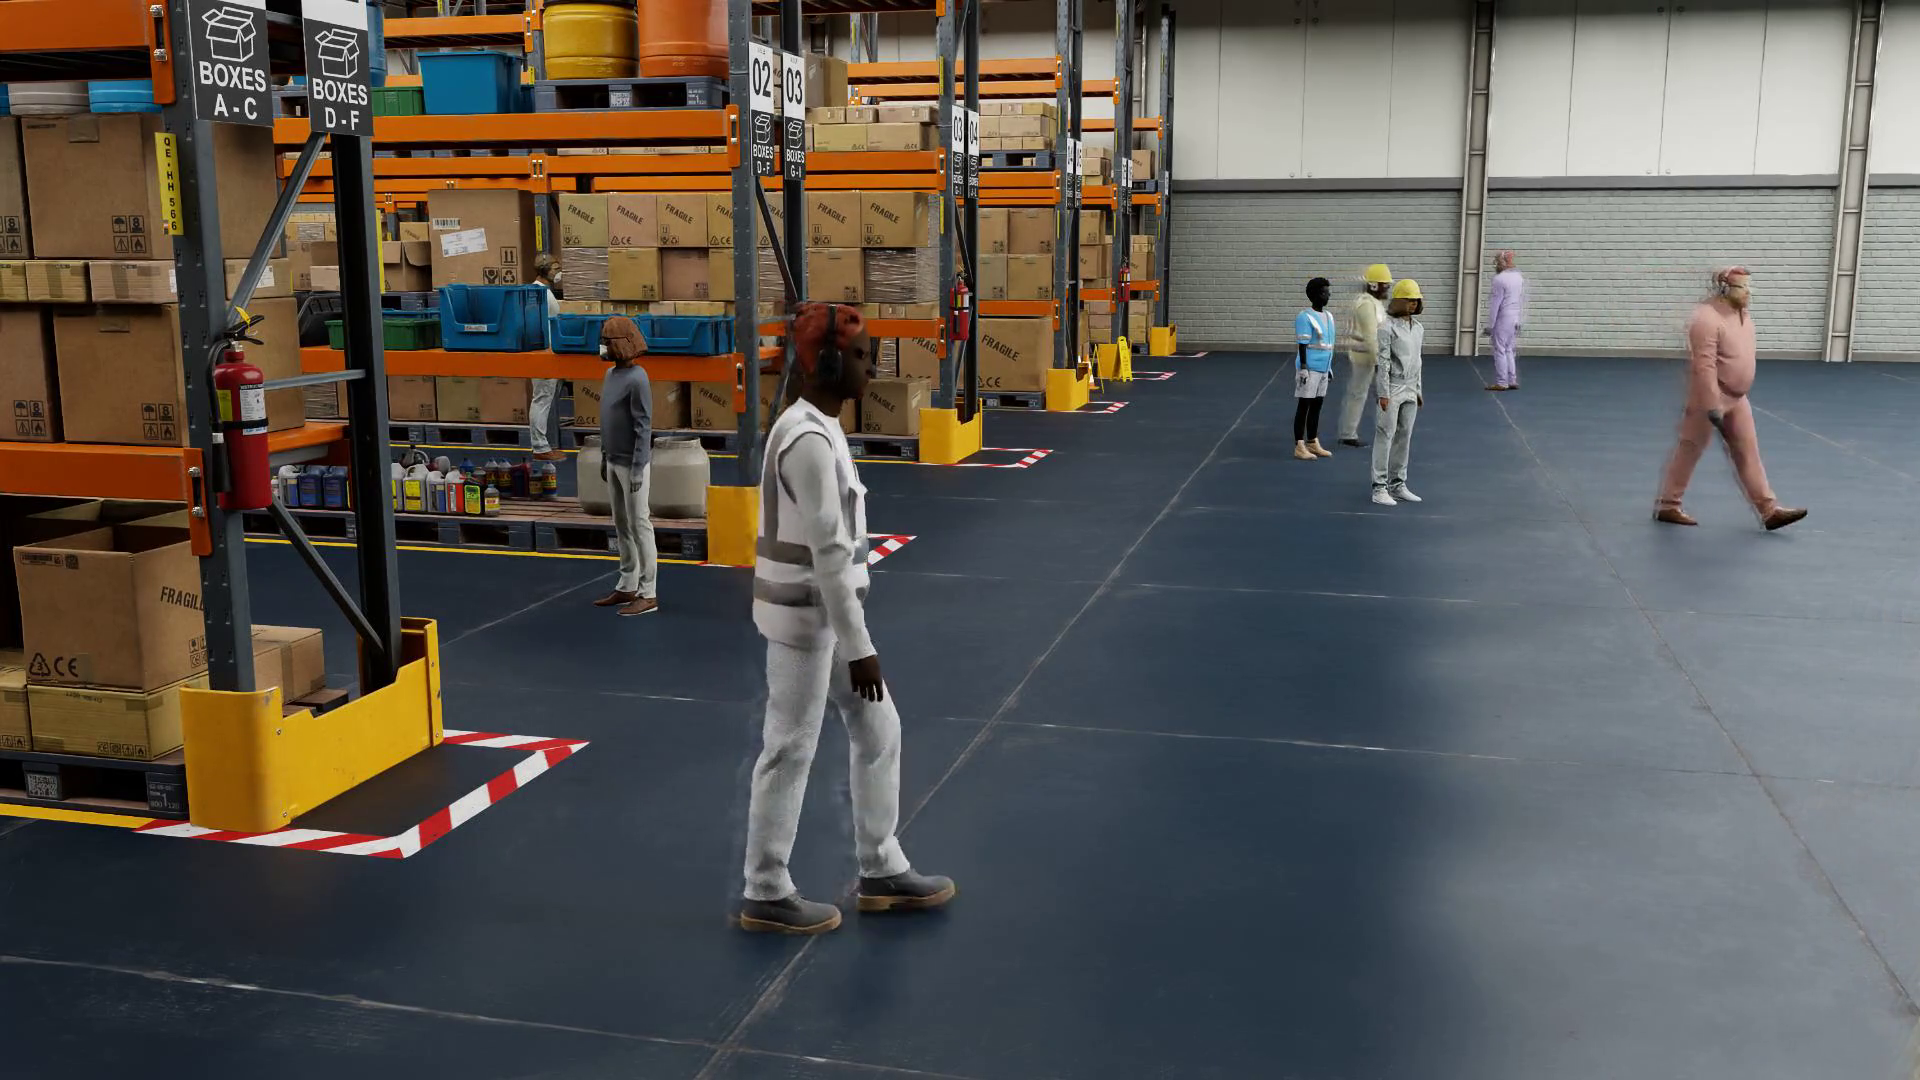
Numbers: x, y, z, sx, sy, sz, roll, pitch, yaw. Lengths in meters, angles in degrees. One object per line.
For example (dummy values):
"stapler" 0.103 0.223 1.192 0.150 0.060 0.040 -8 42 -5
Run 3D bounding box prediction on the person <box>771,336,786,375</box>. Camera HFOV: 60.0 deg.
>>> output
"person" -2.019 -2.405 19.555 0.922 1.888 0.609 2 10 13

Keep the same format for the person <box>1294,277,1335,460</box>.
"person" 3.316 -1.598 15.545 0.319 1.696 0.532 9 14 41

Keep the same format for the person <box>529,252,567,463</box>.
"person" -3.840 -1.679 15.368 0.375 1.931 0.625 -3 11 -15

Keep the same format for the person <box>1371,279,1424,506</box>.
"person" 3.424 -1.145 12.905 0.485 1.744 0.294 -8 13 -37

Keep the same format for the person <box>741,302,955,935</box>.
"person" -0.308 0.252 4.823 0.776 1.855 0.600 0 10 1

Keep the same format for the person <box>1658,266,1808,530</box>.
"person" 5.433 -0.982 11.694 0.659 1.849 1.017 -7 12 -32

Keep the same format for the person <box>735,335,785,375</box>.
"person" -2.297 -2.402 19.049 0.609 2.040 0.395 -4 11 -19

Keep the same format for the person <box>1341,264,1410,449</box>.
"person" 4.092 -1.765 16.168 0.771 1.802 0.592 4 11 23

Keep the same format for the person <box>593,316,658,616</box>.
"person" -1.839 -0.407 9.122 0.285 1.633 0.500 -7 12 -35

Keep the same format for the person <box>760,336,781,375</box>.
"person" -2.208 -2.422 19.613 1.016 1.881 0.559 5 11 24

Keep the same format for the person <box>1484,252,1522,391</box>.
"person" 7.364 -2.958 22.605 0.403 1.883 0.746 10 14 42

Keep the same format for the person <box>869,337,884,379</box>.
"person" -1.037 -1.972 17.204 0.506 1.846 0.345 1 10 6
